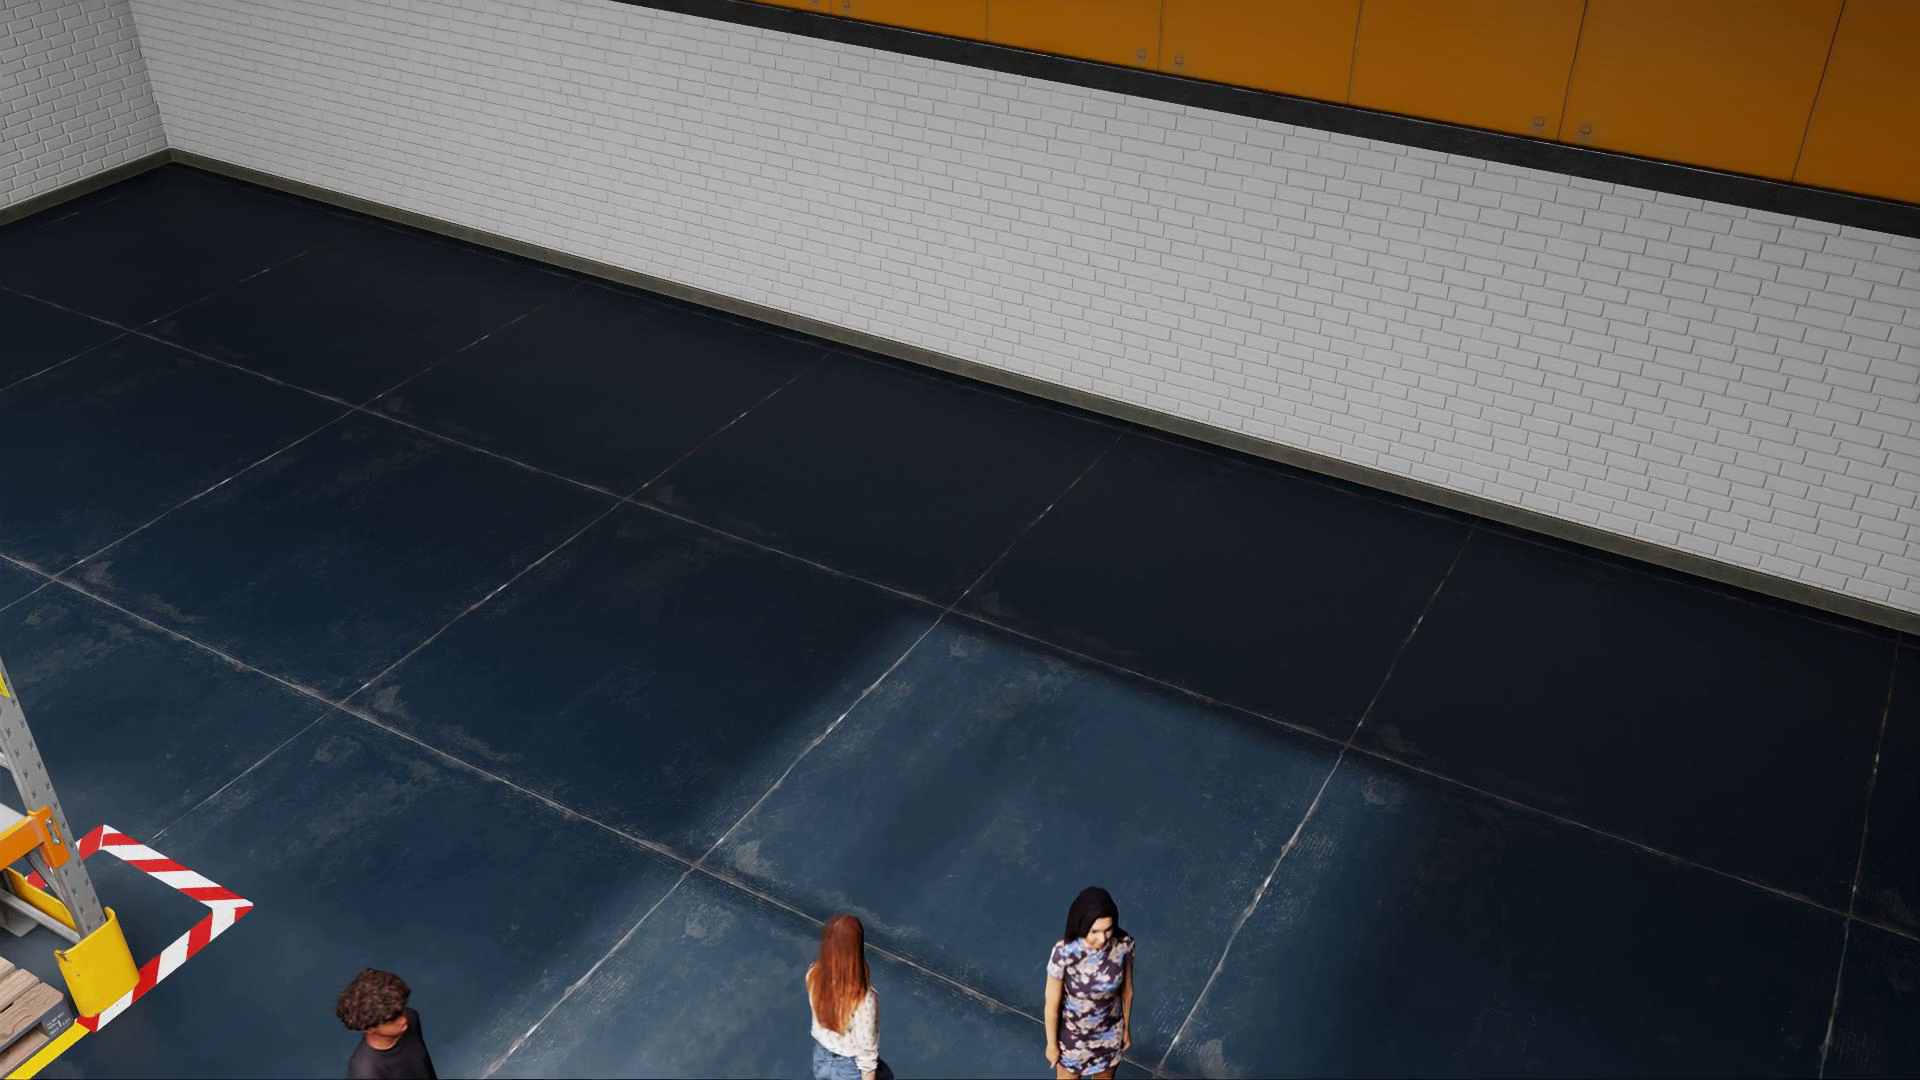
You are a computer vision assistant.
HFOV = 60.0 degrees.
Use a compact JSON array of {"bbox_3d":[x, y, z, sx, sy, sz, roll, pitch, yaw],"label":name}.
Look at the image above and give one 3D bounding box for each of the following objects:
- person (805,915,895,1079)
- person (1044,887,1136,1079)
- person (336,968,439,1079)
[{"bbox_3d":[-0.579,2.459,7.580,0.682,1.697,1.023,24,41,32],"label":"person"},{"bbox_3d":[0.607,2.278,7.819,0.637,1.734,0.710,-11,35,-16],"label":"person"},{"bbox_3d":[-2.447,2.561,7.349,0.751,1.782,0.607,5,34,7],"label":"person"}]
